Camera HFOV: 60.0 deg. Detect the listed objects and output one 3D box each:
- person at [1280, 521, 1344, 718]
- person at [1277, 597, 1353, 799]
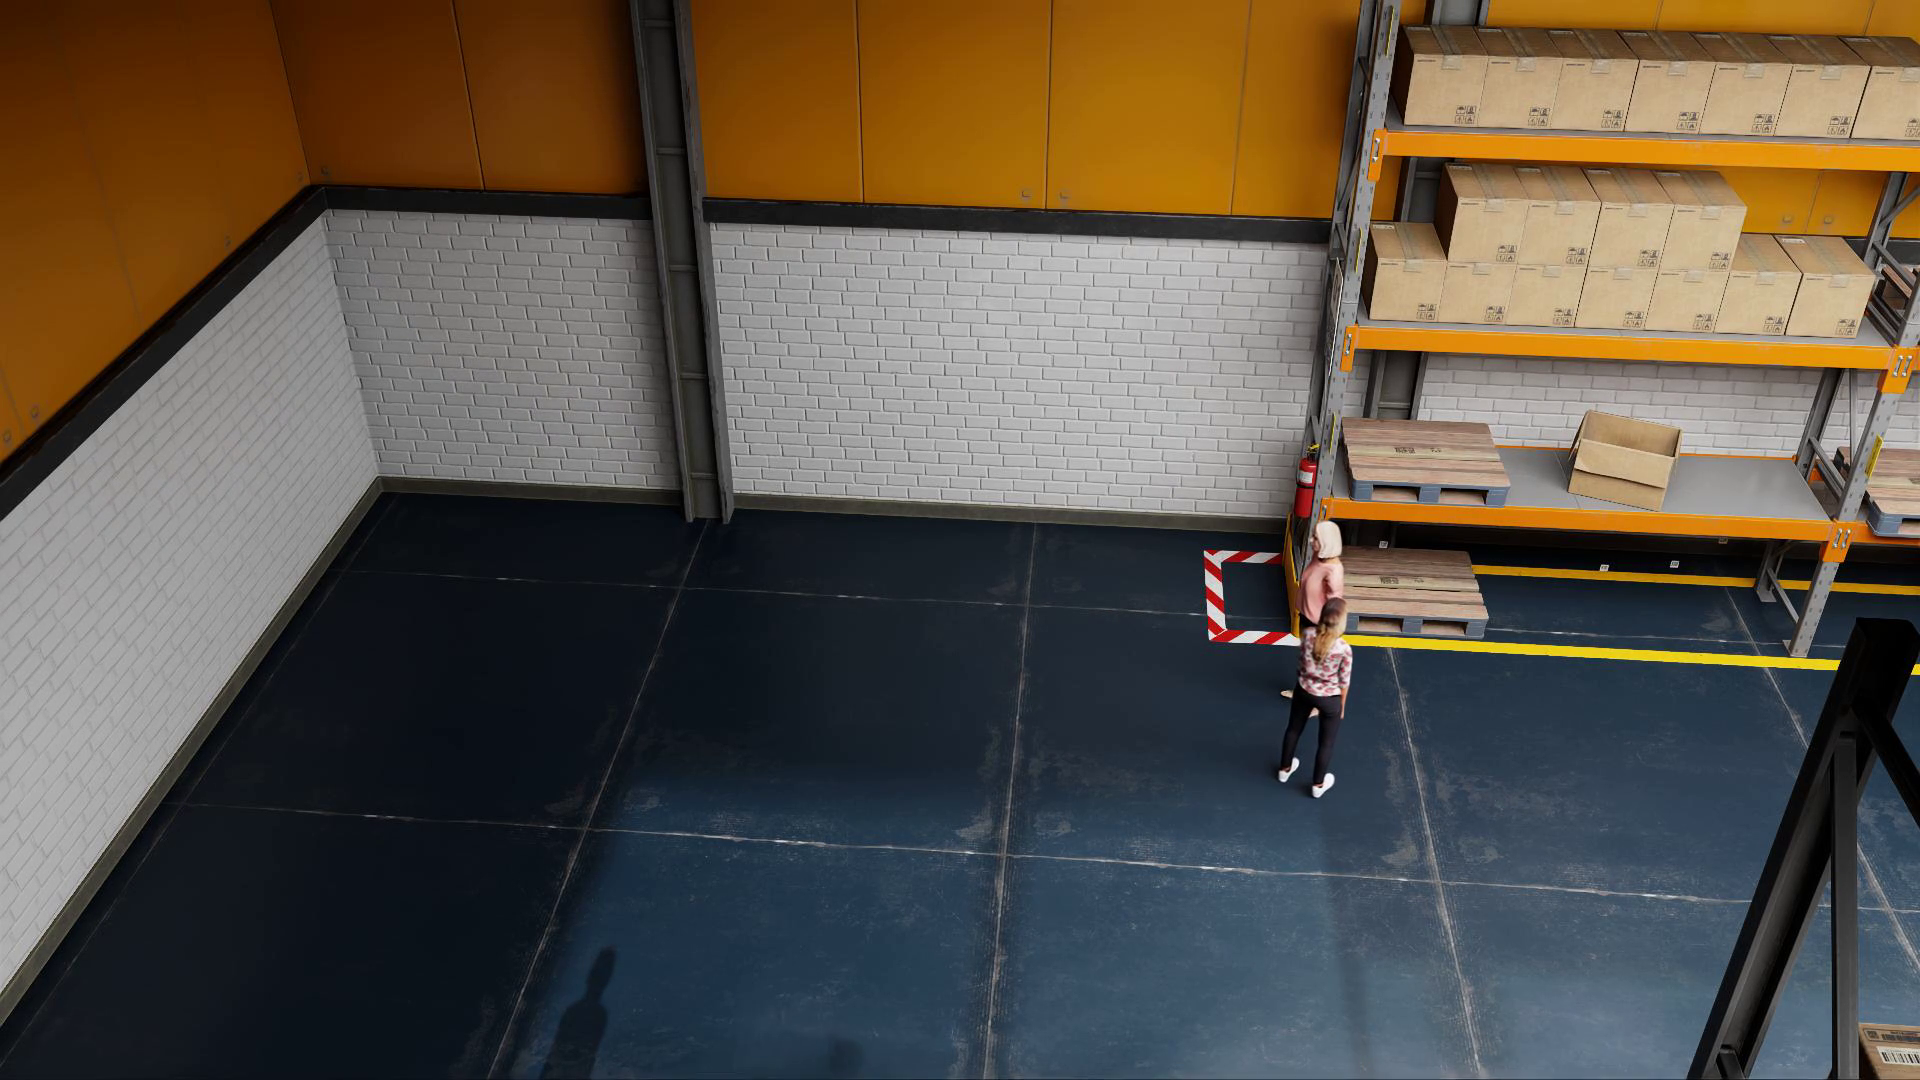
[{"bbox_3d":[2.703,0.588,12.552,0.617,1.724,0.660,-7,34,-10],"label":"person"},{"bbox_3d":[2.549,1.110,11.857,0.613,1.625,0.703,25,41,32],"label":"person"}]
